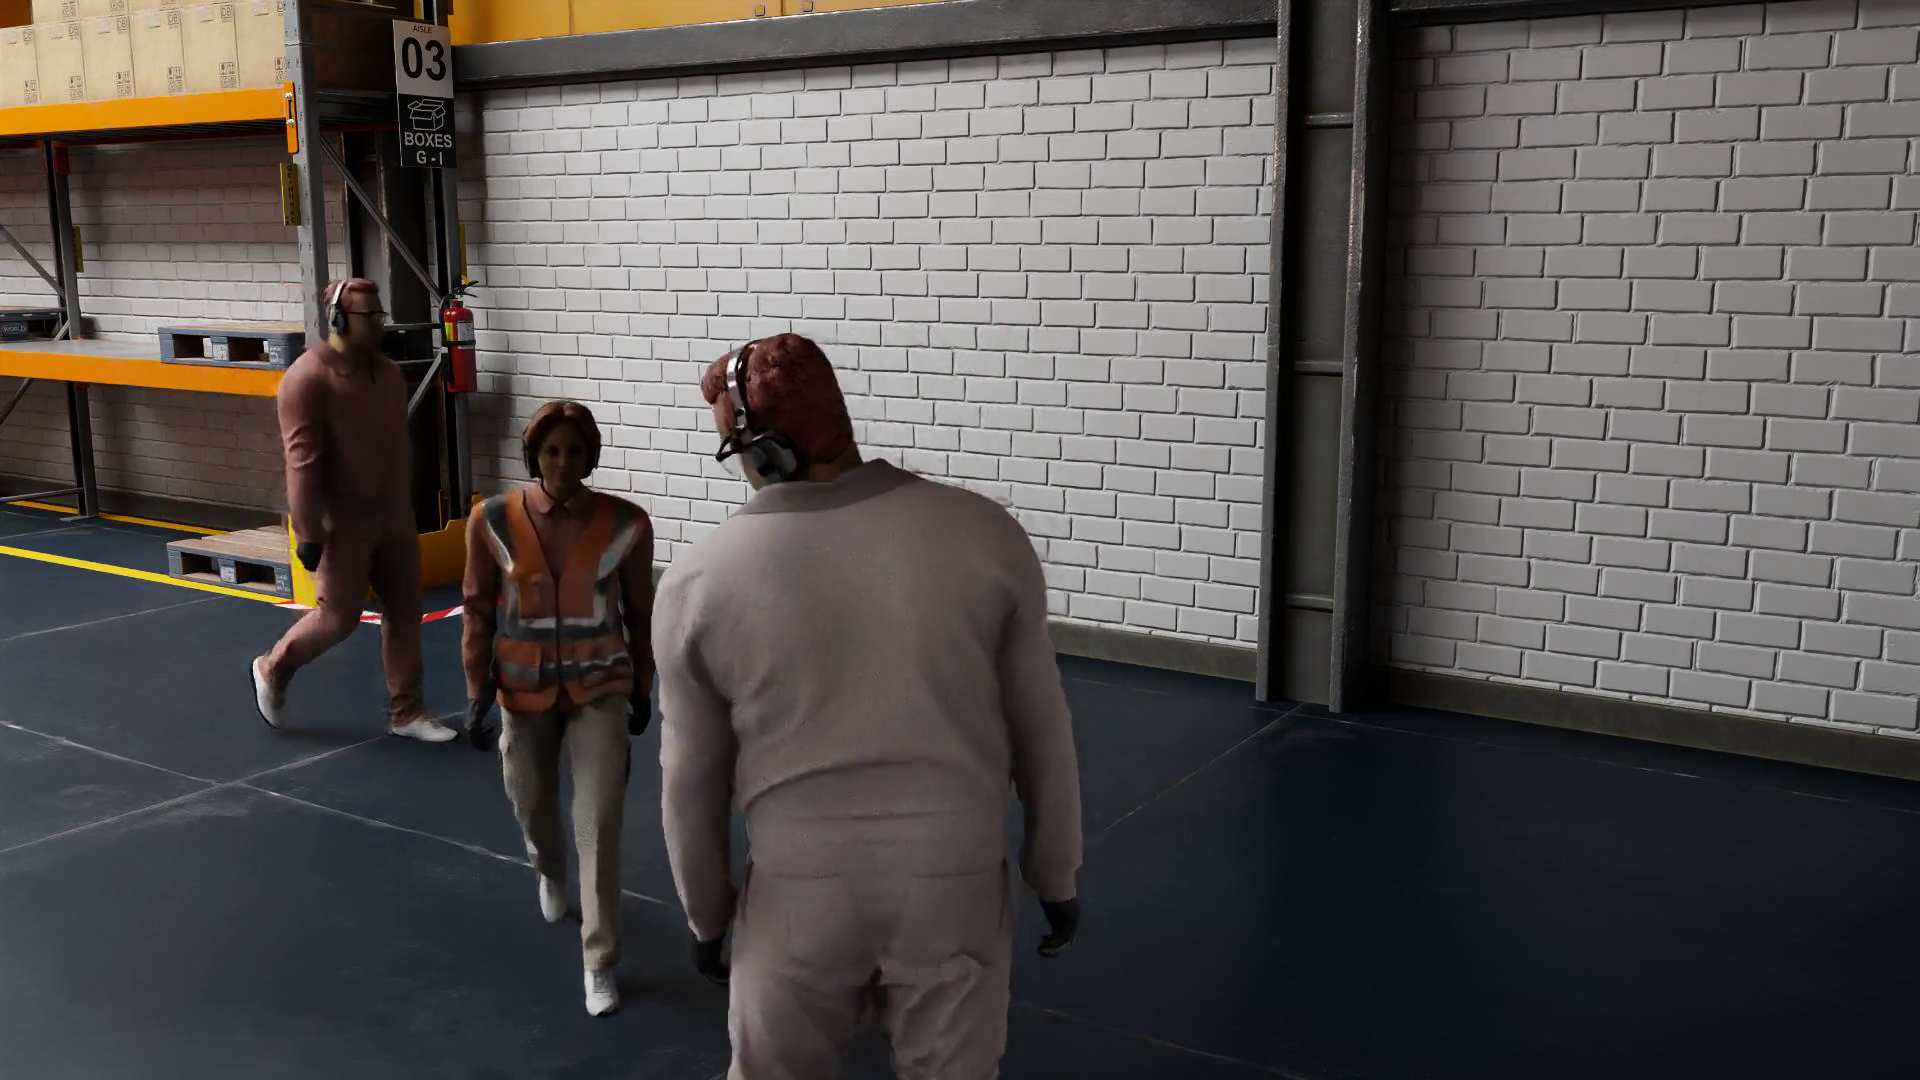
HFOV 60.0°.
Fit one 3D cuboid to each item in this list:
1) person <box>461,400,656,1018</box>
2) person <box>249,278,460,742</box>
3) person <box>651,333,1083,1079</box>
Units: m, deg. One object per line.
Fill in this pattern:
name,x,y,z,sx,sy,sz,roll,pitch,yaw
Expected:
person,-1.088,0.405,4.588,0.514,1.607,0.767,-1,10,-8
person,-2.471,-0.107,6.678,0.799,1.881,0.653,4,11,20
person,-0.135,0.593,2.829,0.728,1.875,0.395,-1,10,-4
